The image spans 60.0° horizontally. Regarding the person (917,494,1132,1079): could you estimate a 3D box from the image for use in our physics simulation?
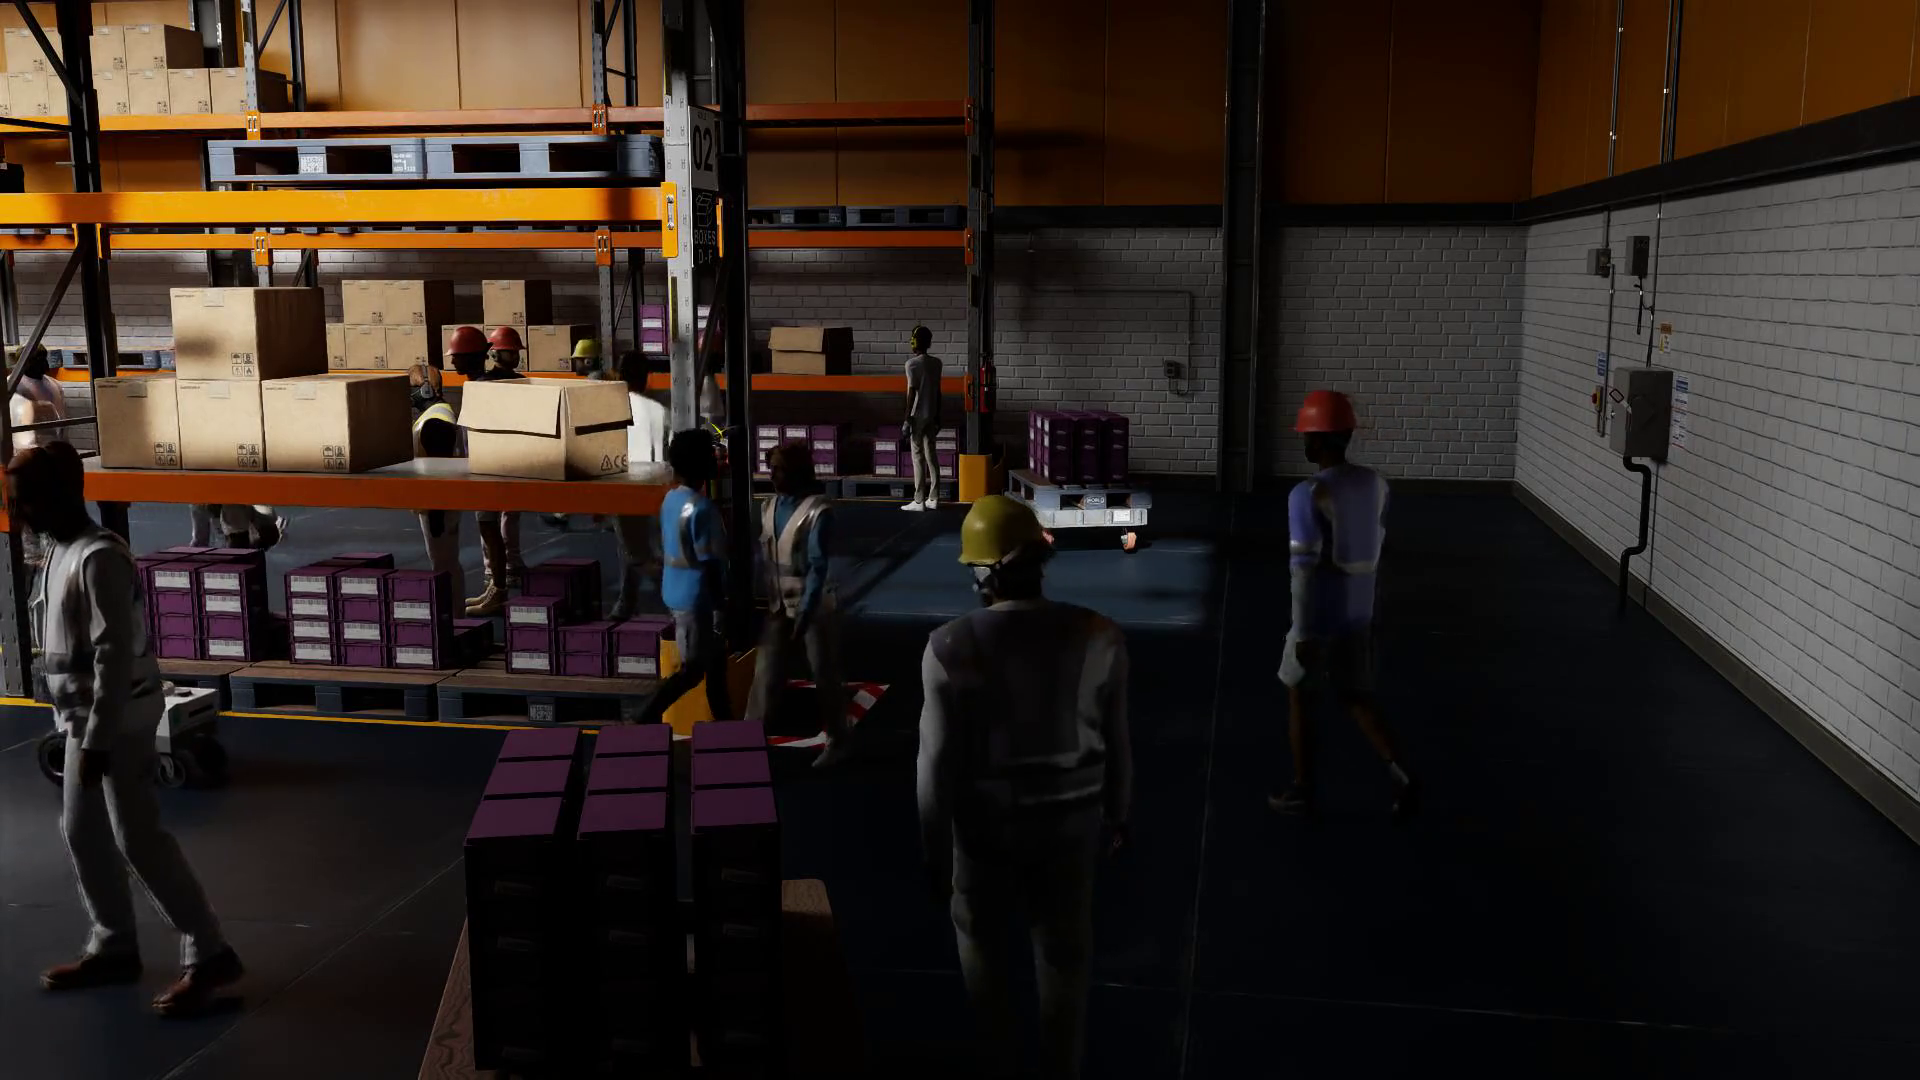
[{"bbox_3d":[0.188,0.775,4.603,0.648,1.804,0.448,-2,9,-10],"label":"person"}]

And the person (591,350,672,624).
[{"bbox_3d":[-2.059,-0.294,10.943,0.930,1.912,0.630,4,10,26],"label":"person"}]

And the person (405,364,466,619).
[{"bbox_3d":[-3.365,-0.211,10.656,0.430,1.835,0.622,-3,10,-20],"label":"person"}]

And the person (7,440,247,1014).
[{"bbox_3d":[-2.754,0.603,5.474,0.523,1.871,0.761,-8,12,-43],"label":"person"}]

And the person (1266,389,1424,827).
[{"bbox_3d":[1.643,0.318,7.105,0.562,1.915,0.701,-5,11,-29],"label":"person"}]

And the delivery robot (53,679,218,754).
[{"bbox_3d":[-3.911,0.820,7.903,0.707,0.478,0.477,2,9,11],"label":"delivery robot"}]

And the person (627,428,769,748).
[{"bbox_3d":[-1.330,0.289,8.028,0.790,1.669,0.536,-4,10,-24],"label":"person"}]

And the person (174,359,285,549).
[{"bbox_3d":[-6.159,-0.763,13.864,0.837,1.902,0.672,-3,10,-21],"label":"person"}]

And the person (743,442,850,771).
[{"bbox_3d":[-0.818,0.345,7.883,0.520,1.604,0.750,8,12,40],"label":"person"}]

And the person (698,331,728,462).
[{"bbox_3d":[-2.059,-0.802,14.031,0.456,1.918,0.557,-2,9,-11],"label":"person"}]

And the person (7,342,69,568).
[{"bbox_3d":[-7.532,-0.699,13.634,0.429,1.846,0.626,1,9,9],"label":"person"}]

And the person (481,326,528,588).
[{"bbox_3d":[-3.481,-0.642,12.806,0.391,1.995,0.613,4,10,22],"label":"person"}]

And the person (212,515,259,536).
[{"bbox_3d":[-6.393,-0.836,14.789,0.557,1.745,0.550,7,11,36],"label":"person"}]

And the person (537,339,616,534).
[{"bbox_3d":[-3.449,-0.931,15.232,0.914,1.787,0.598,-3,10,-16],"label":"person"}]

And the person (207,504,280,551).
[{"bbox_3d":[-4.885,-0.399,11.201,0.493,2.024,0.636,2,9,10],"label":"person"}]

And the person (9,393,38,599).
[{"bbox_3d":[-6.654,-0.398,11.563,0.591,1.908,0.647,0,9,2],"label":"person"}]

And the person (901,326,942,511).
[{"bbox_3d":[-0.393,-1.222,16.797,0.314,1.869,0.535,8,12,41],"label":"person"}]

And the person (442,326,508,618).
[{"bbox_3d":[-3.383,-0.478,11.675,0.407,2.034,0.608,-2,9,-14],"label":"person"}]
